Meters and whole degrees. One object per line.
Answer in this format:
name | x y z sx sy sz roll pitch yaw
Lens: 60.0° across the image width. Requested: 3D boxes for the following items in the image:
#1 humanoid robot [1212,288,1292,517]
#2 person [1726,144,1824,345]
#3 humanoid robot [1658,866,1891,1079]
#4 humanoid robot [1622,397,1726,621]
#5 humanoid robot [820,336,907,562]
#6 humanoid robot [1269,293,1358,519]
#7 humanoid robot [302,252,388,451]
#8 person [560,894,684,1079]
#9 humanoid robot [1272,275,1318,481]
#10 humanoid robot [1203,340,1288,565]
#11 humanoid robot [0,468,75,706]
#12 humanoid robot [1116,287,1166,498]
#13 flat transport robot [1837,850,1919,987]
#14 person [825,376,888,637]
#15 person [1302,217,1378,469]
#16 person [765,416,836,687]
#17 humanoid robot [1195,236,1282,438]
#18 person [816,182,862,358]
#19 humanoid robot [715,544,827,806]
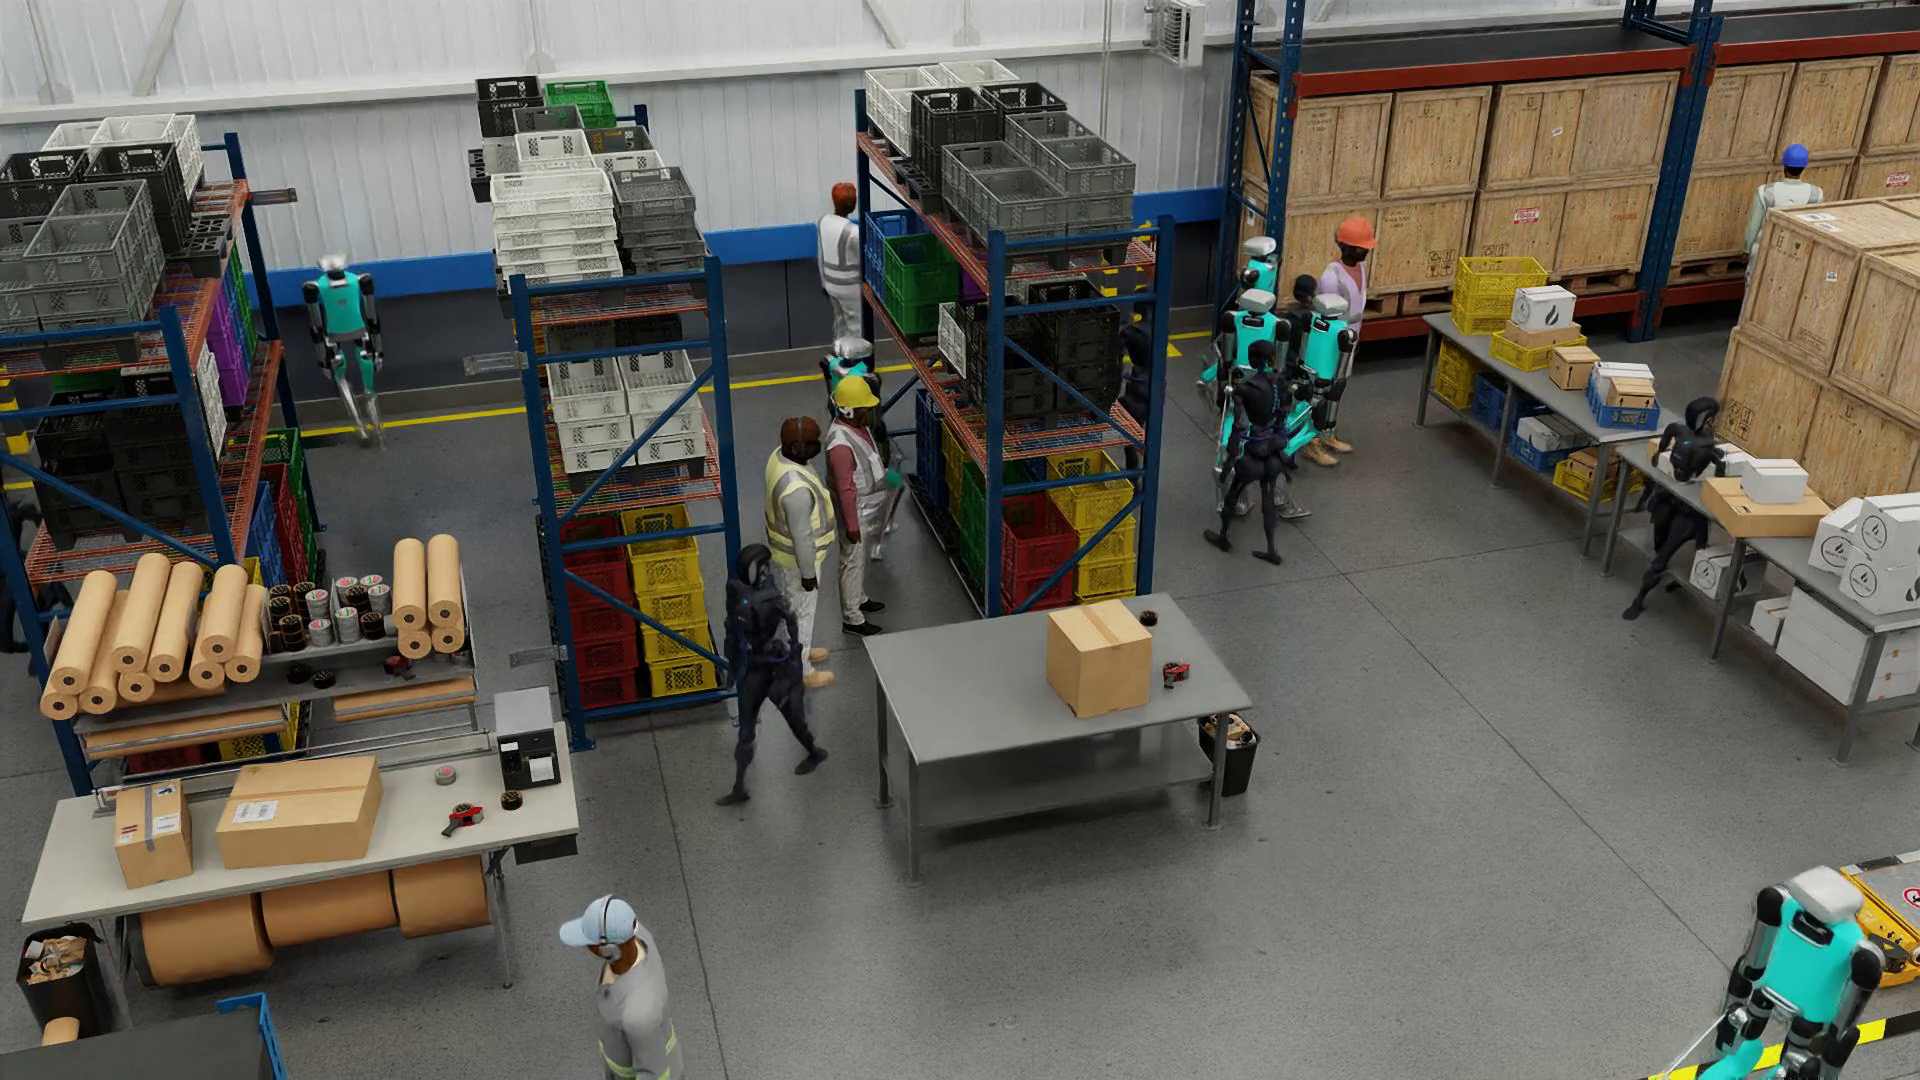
humanoid robot | 2.071 -0.945 12.288 0.537 1.732 0.710 14 32 24
person | 7.482 -2.657 15.255 0.604 1.947 0.381 5 29 9
humanoid robot | 3.193 2.139 6.732 1.013 1.727 0.534 -15 32 -26
humanoid robot | 4.866 -0.247 11.199 0.723 1.631 0.616 -14 32 -23
humanoid robot | -0.549 -0.710 11.916 0.592 1.765 0.884 25 38 38
humanoid robot | 2.460 -0.960 12.283 0.748 1.692 0.530 -14 32 -24
humanoid robot | -4.948 -1.529 13.447 0.531 1.797 0.806 -13 31 -22
person | -1.303 2.141 6.626 0.396 1.849 0.587 -8 30 -15
humanoid robot | 2.601 -1.273 13.011 0.609 1.655 0.317 -12 31 -20
humanoid robot | 2.110 -0.629 11.867 0.591 1.631 0.643 -22 35 -34
humanoid robot | -5.797 0.227 10.299 0.600 1.646 0.460 -3 29 -5
humanoid robot | 1.350 -1.137 12.760 0.596 1.656 0.410 -24 37 -36
flat transport robot | 5.163 1.916 8.676 1.431 0.231 0.659 -8 30 -14
person | -0.677 -0.233 10.961 0.404 1.833 0.589 2 29 3
person | 3.030 -1.571 13.181 0.388 2.040 0.613 20 34 31
person | -0.988 0.068 10.419 0.431 1.836 0.617 -7 30 -13
humanoid robot | 2.211 -1.667 13.653 0.703 1.762 0.542 19 34 30
person | -0.967 -2.207 14.510 0.433 1.878 0.586 -21 35 -33
humanoid robot | -1.082 0.754 9.380 0.599 1.630 0.811 20 35 32
